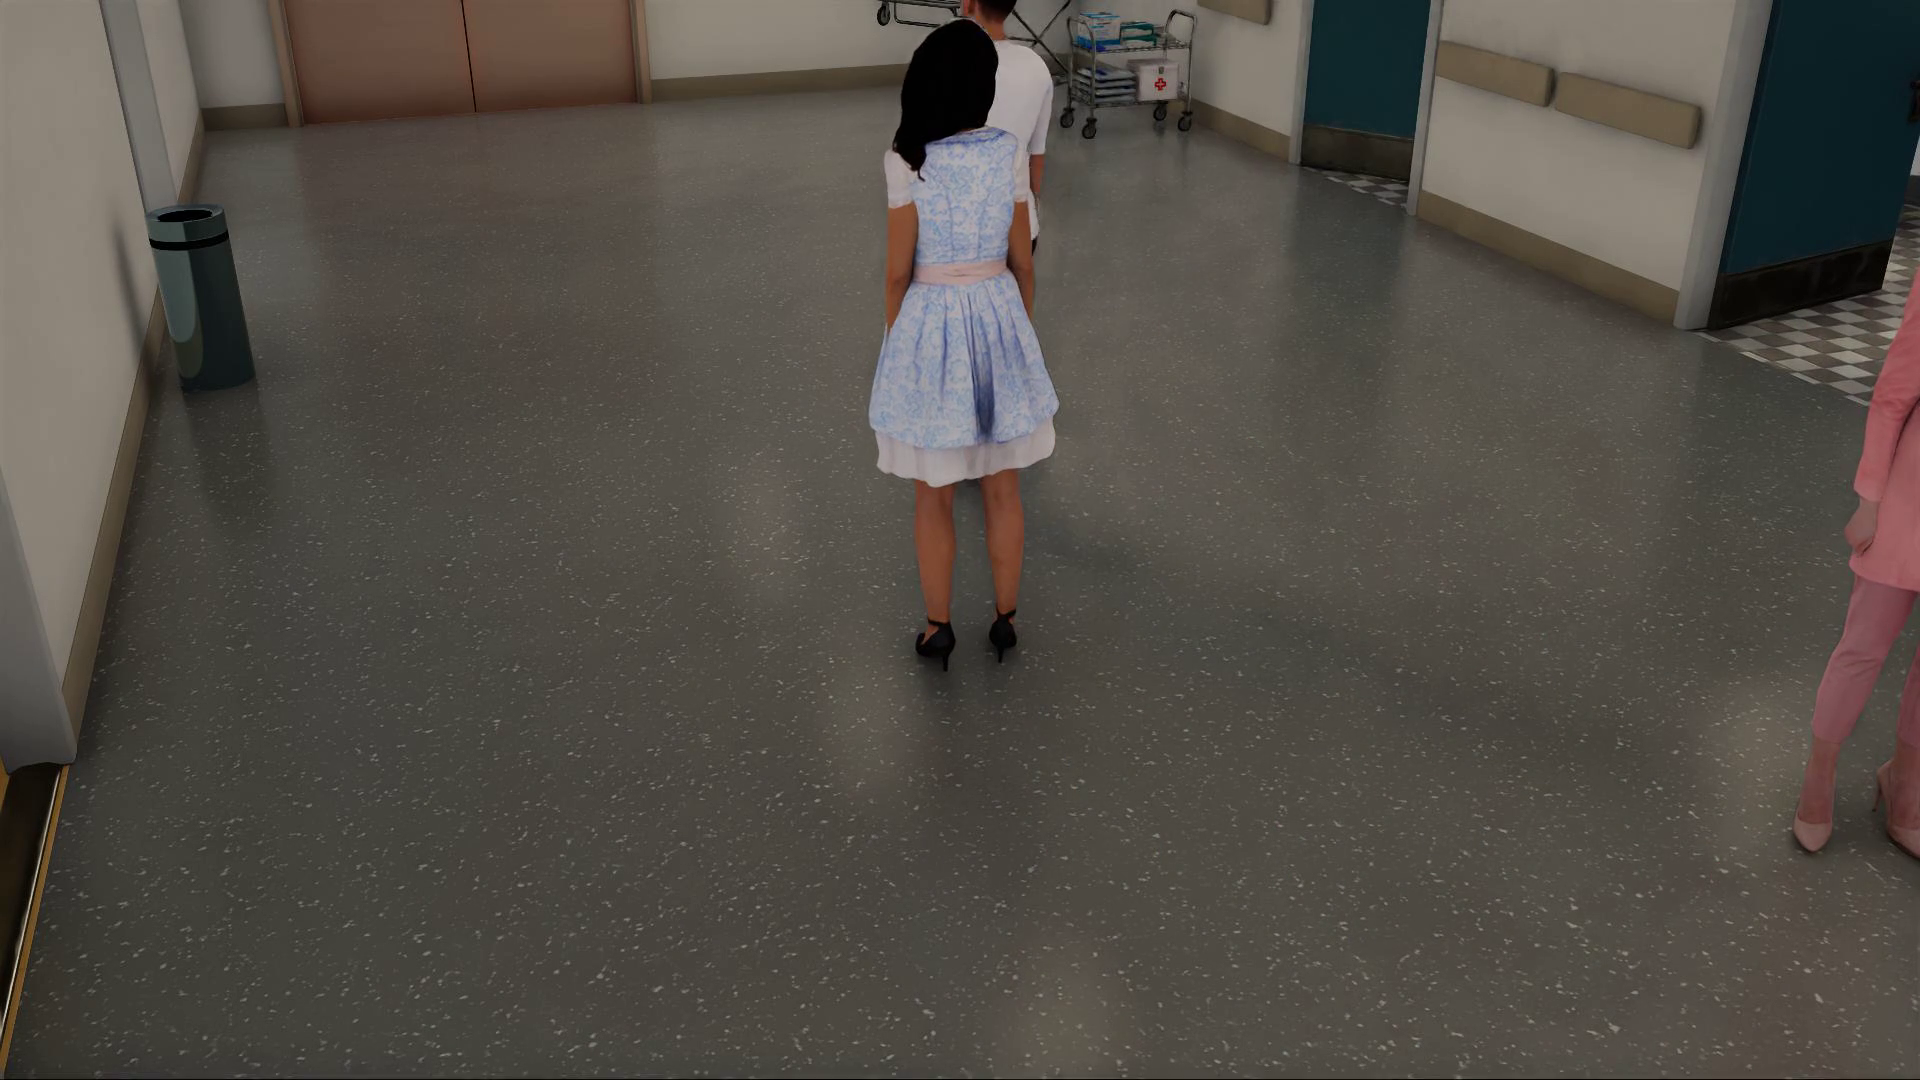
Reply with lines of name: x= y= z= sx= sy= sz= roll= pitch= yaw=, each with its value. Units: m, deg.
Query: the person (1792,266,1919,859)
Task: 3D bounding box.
person: x=2.252 y=-0.085 z=3.753 sx=0.689 sy=1.801 sz=0.697 roll=5 pitch=26 yaw=11

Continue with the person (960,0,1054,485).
person: x=0.138 y=-1.009 z=5.627 sx=0.775 sy=1.838 sz=0.750 roll=-19 pitch=31 yaw=-33

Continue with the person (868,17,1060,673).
person: x=0.001 y=-0.486 z=4.568 sx=0.737 sy=1.815 sz=0.761 roll=-5 pitch=26 yaw=-10
